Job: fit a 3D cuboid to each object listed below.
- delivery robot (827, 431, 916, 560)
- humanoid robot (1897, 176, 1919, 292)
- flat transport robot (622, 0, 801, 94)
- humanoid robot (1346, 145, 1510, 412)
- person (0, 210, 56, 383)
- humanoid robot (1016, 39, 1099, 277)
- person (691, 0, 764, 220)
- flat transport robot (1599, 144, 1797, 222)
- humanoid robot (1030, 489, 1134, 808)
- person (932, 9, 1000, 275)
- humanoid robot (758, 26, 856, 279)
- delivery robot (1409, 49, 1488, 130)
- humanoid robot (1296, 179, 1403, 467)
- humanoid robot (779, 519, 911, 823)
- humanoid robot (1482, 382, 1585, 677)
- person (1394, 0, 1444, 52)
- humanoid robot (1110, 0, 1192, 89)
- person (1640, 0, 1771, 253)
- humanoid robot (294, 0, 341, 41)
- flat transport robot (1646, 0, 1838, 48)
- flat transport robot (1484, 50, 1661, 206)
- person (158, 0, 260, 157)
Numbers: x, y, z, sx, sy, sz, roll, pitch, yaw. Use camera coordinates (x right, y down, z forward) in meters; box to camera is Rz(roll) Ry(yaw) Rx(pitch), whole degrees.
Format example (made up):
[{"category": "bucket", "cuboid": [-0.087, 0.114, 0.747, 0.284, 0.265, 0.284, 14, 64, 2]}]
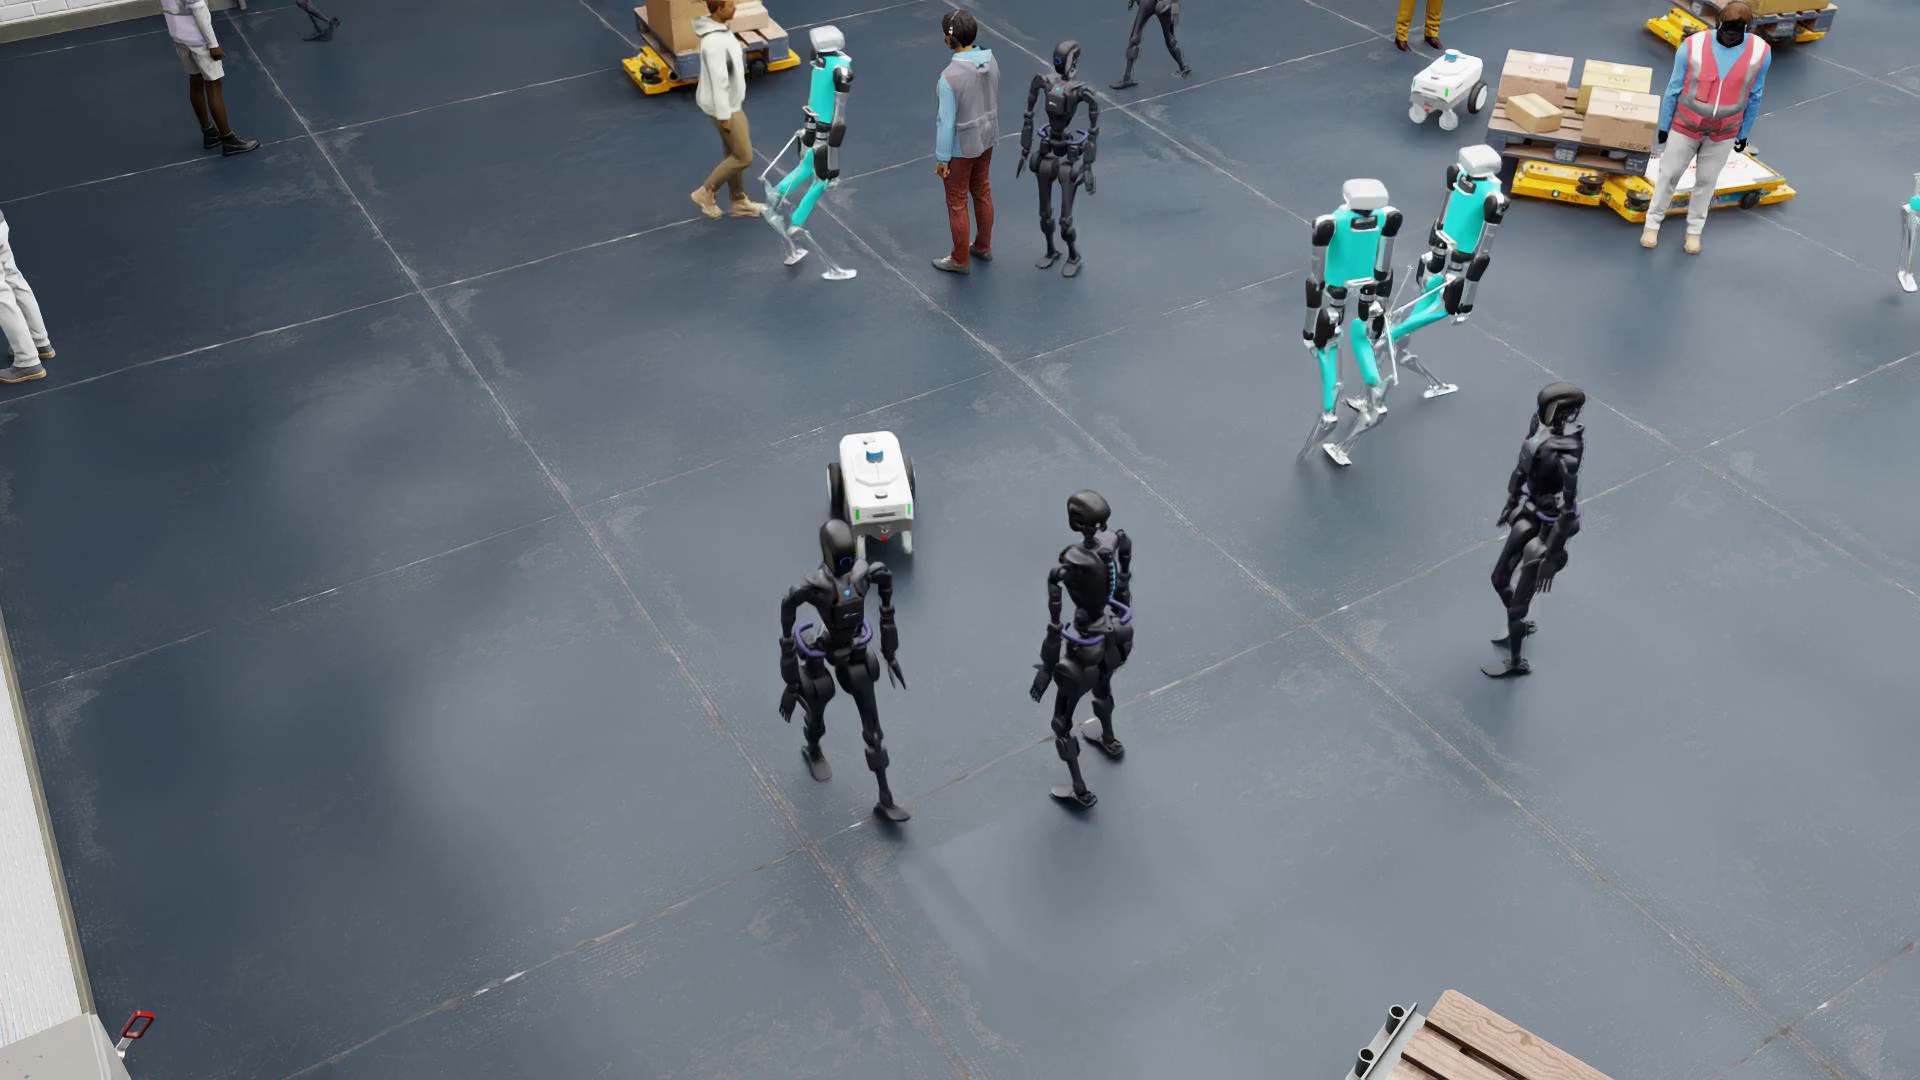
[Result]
[{"category": "delivery robot", "cuboid": [-0.479, -0.287, 9.437, 0.499, 0.611, 0.814, -6, 39, -8]}, {"category": "humanoid robot", "cuboid": [6.634, -2.291, 11.000, 0.583, 1.733, 1.031, 2, 38, 2]}, {"category": "flat transport robot", "cuboid": [-2.194, -4.250, 14.655, 1.431, 0.231, 0.659, -17, 42, -21]}, {"category": "humanoid robot", "cuboid": [2.716, -1.491, 10.041, 1.016, 1.779, 0.536, -11, 40, -14]}, {"category": "person", "cuboid": [-6.104, -1.861, 10.338, 0.356, 1.887, 0.571, -4, 39, -5]}, {"category": "humanoid robot", "cuboid": [0.679, -2.631, 11.469, 0.602, 1.650, 0.367, 20, 43, 23]}, {"category": "person", "cuboid": [-1.703, -3.122, 12.023, 0.452, 1.754, 0.551, -2, 38, -3]}, {"category": "flat transport robot", "cuboid": [5.600, -2.738, 12.747, 1.431, 0.231, 0.659, -10, 39, -12]}, {"category": "humanoid robot", "cuboid": [0.611, 0.490, 7.549, 0.399, 1.638, 0.612, 31, 48, 33]}, {"category": "person", "cuboid": [0.048, -2.700, 11.414, 0.419, 1.869, 0.543, 27, 46, 30]}, {"category": "humanoid robot", "cuboid": [-1.107, -2.578, 11.363, 0.828, 1.756, 0.541, -17, 41, -20]}, {"category": "delivery robot", "cuboid": [4.068, -3.780, 13.844, 0.525, 0.611, 0.783, 26, 45, 29]}, {"category": "humanoid robot", "cuboid": [2.290, -1.107, 9.555, 0.539, 1.841, 0.725, -11, 40, -13]}, {"category": "humanoid robot", "cuboid": [-0.525, 0.579, 7.451, 0.596, 1.623, 0.759, -18, 42, -21]}, {"category": "humanoid robot", "cuboid": [2.869, -0.060, 8.244, 0.328, 1.657, 0.612, -4, 39, -5]}, {"category": "person", "cuboid": [4.181, -5.184, 14.645, 0.528, 1.750, 0.344, -9, 39, -11]}, {"category": "humanoid robot", "cuboid": [1.688, -4.624, 14.052, 0.791, 1.644, 0.607, -26, 45, -29]}, {"category": "person", "cuboid": [5.232, -2.894, 11.690, 0.630, 1.837, 0.431, 10, 39, 12]}, {"category": "humanoid robot", "cuboid": [-5.900, -5.274, 14.811, 0.374, 1.642, 0.611, -27, 46, -30]}, {"category": "flat transport robot", "cuboid": [7.129, -4.735, 15.266, 1.431, 0.231, 0.659, -9, 39, -11]}, {"category": "flat transport robot", "cuboid": [4.787, -3.071, 13.167, 0.659, 0.231, 1.431, 13, 40, 16]}, {"category": "person", "cuboid": [-5.943, -3.946, 12.936, 0.541, 1.928, 0.365, 25, 45, 28]}]
